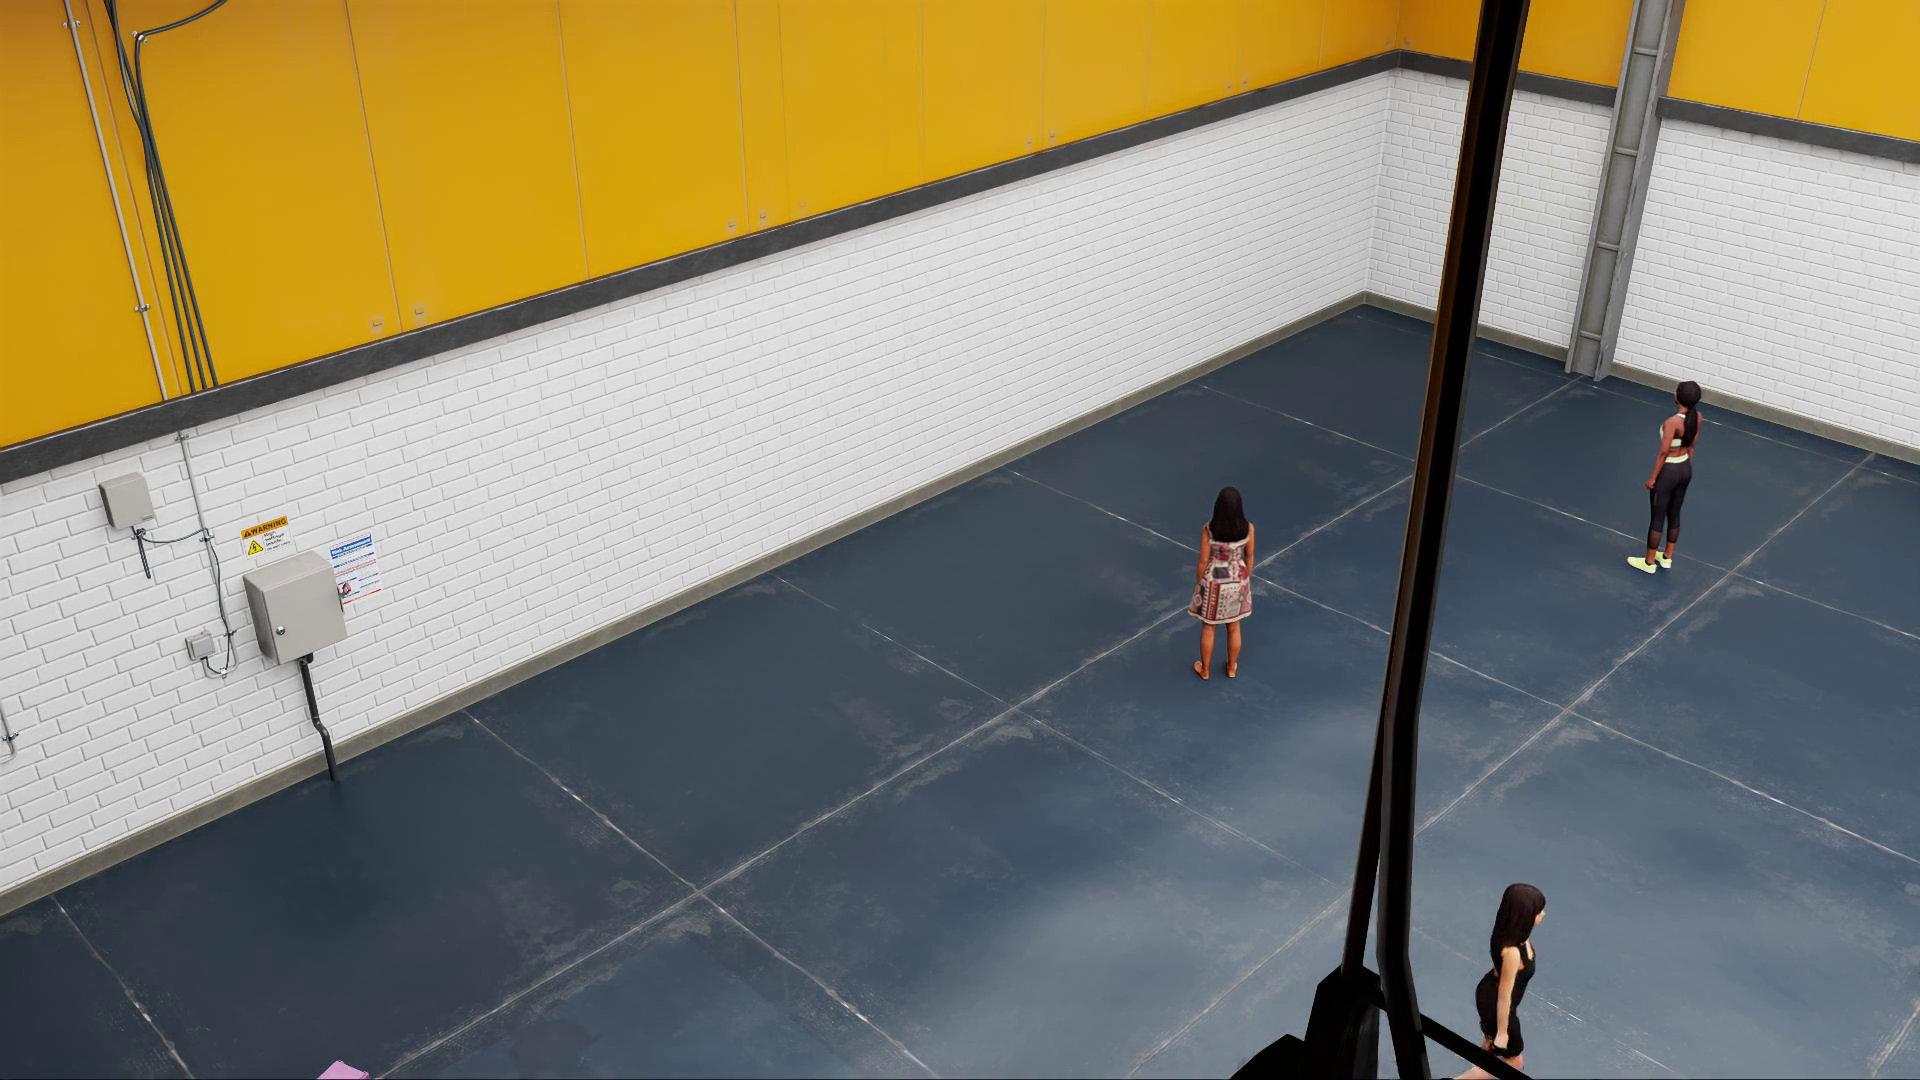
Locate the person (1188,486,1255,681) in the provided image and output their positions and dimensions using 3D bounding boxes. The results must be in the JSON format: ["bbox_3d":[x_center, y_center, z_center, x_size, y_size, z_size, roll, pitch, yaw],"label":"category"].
[{"bbox_3d":[2.016,0.329,12.729,0.721,1.645,0.747,-3,29,-6],"label":"person"}]

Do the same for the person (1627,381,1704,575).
[{"bbox_3d":[6.087,-0.540,14.209,0.629,1.755,0.623,-12,31,-20],"label":"person"}]

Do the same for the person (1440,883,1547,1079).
[{"bbox_3d":[2.770,2.475,8.800,0.784,1.642,0.722,7,29,13],"label":"person"}]
